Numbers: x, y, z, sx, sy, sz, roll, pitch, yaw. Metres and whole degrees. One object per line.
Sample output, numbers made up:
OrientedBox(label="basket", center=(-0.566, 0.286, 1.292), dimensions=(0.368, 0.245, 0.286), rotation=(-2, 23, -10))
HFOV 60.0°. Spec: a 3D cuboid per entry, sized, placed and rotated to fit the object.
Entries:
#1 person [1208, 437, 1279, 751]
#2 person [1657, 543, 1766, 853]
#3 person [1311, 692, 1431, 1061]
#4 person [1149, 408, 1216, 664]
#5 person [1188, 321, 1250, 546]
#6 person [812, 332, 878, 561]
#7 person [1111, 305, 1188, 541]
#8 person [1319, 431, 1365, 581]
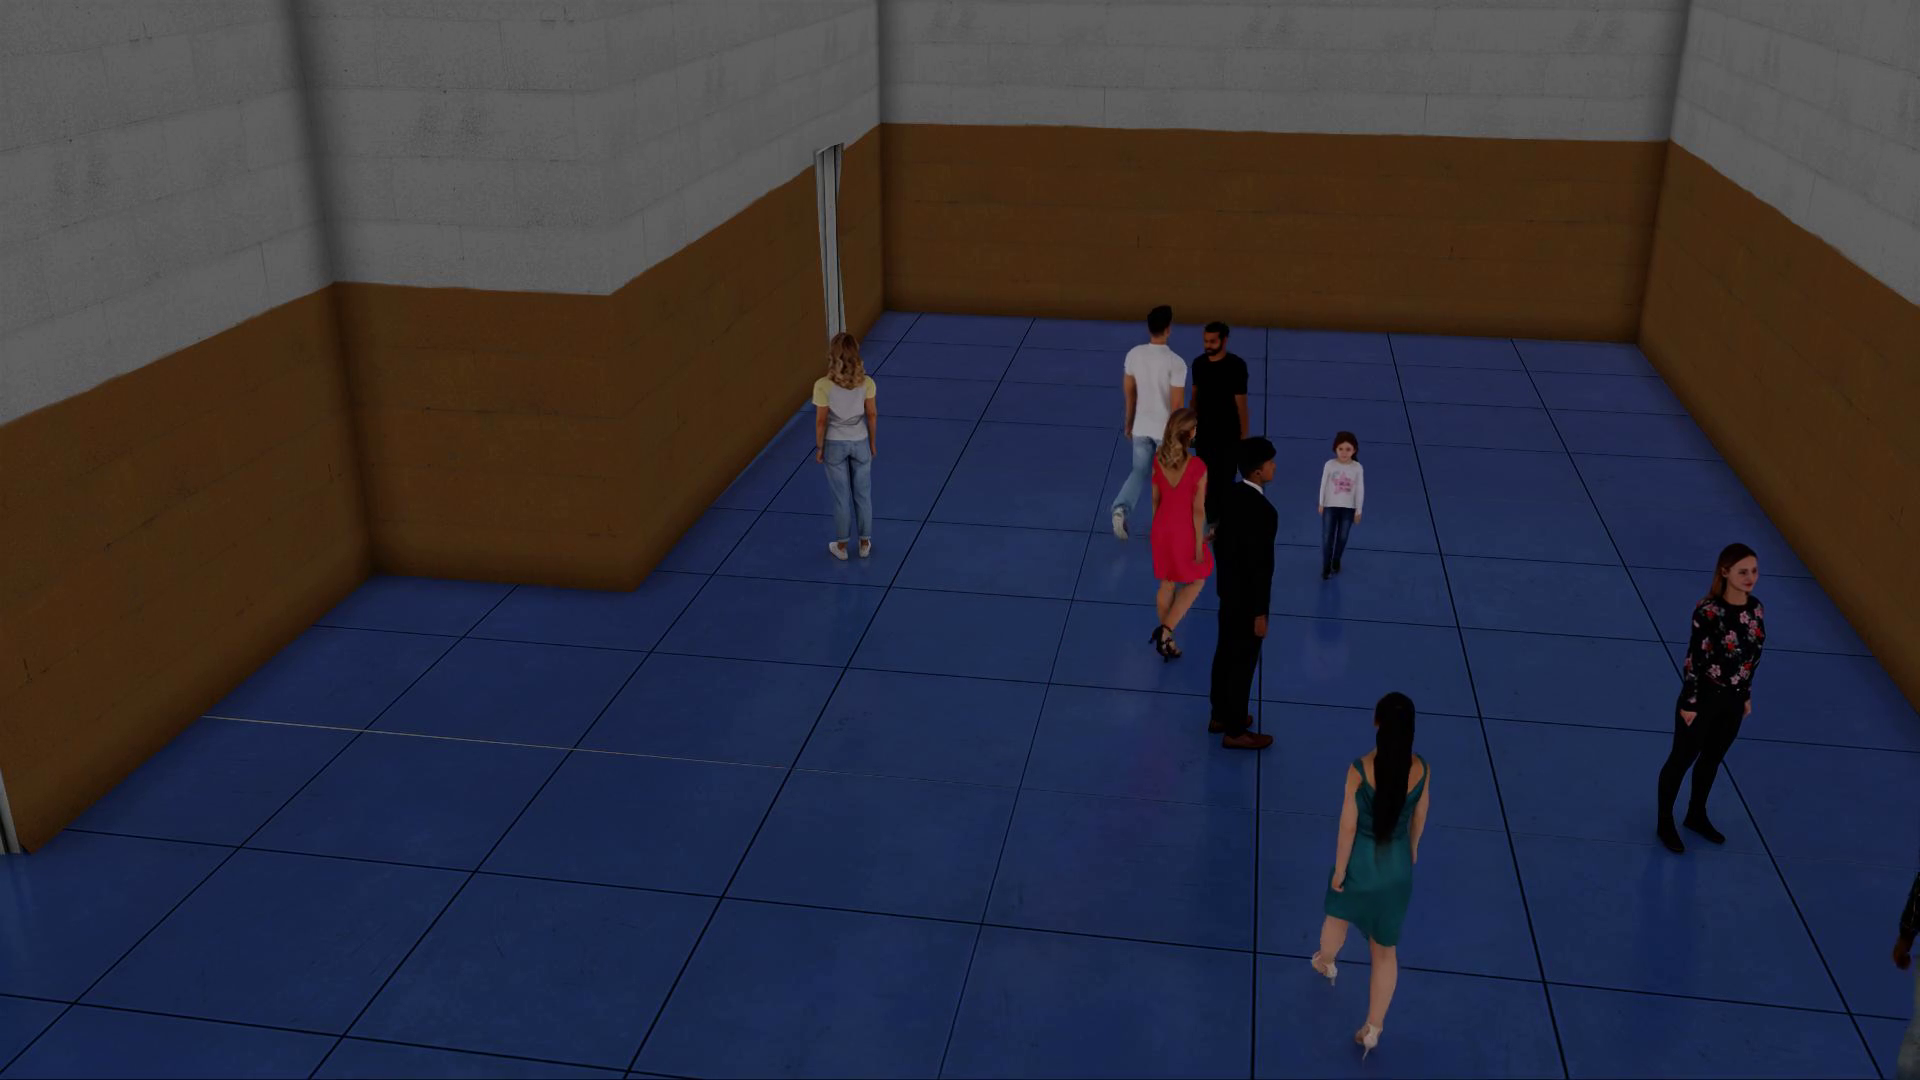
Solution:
OrientedBox(label="person", center=(1.626, 0.299, 9.634), dimensions=(0.711, 1.883, 0.766), rotation=(-5, 22, -13))
OrientedBox(label="person", center=(3.907, 0.806, 8.642), dimensions=(0.596, 1.682, 0.709), rotation=(-7, 23, -17))
OrientedBox(label="person", center=(1.787, 1.461, 7.050), dimensions=(0.927, 1.655, 0.795), rotation=(-2, 22, -5))
OrientedBox(label="person", center=(1.337, 0.009, 10.580), dimensions=(0.774, 1.717, 0.814), rotation=(18, 28, 38))
OrientedBox(label="person", center=(2.007, -0.822, 12.614), dimensions=(0.849, 1.741, 0.903), rotation=(15, 26, 33))
OrientedBox(label="person", center=(-0.831, -0.688, 12.285), dimensions=(0.635, 1.723, 0.767), rotation=(-6, 23, -15))
OrientedBox(label="person", center=(1.427, -0.819, 12.470), dimensions=(1.008, 1.844, 0.996), rotation=(17, 27, 36))
OrientedBox(label="person", center=(2.775, -0.275, 12.127), dimensions=(0.657, 1.090, 0.524), rotation=(5, 22, 11))
